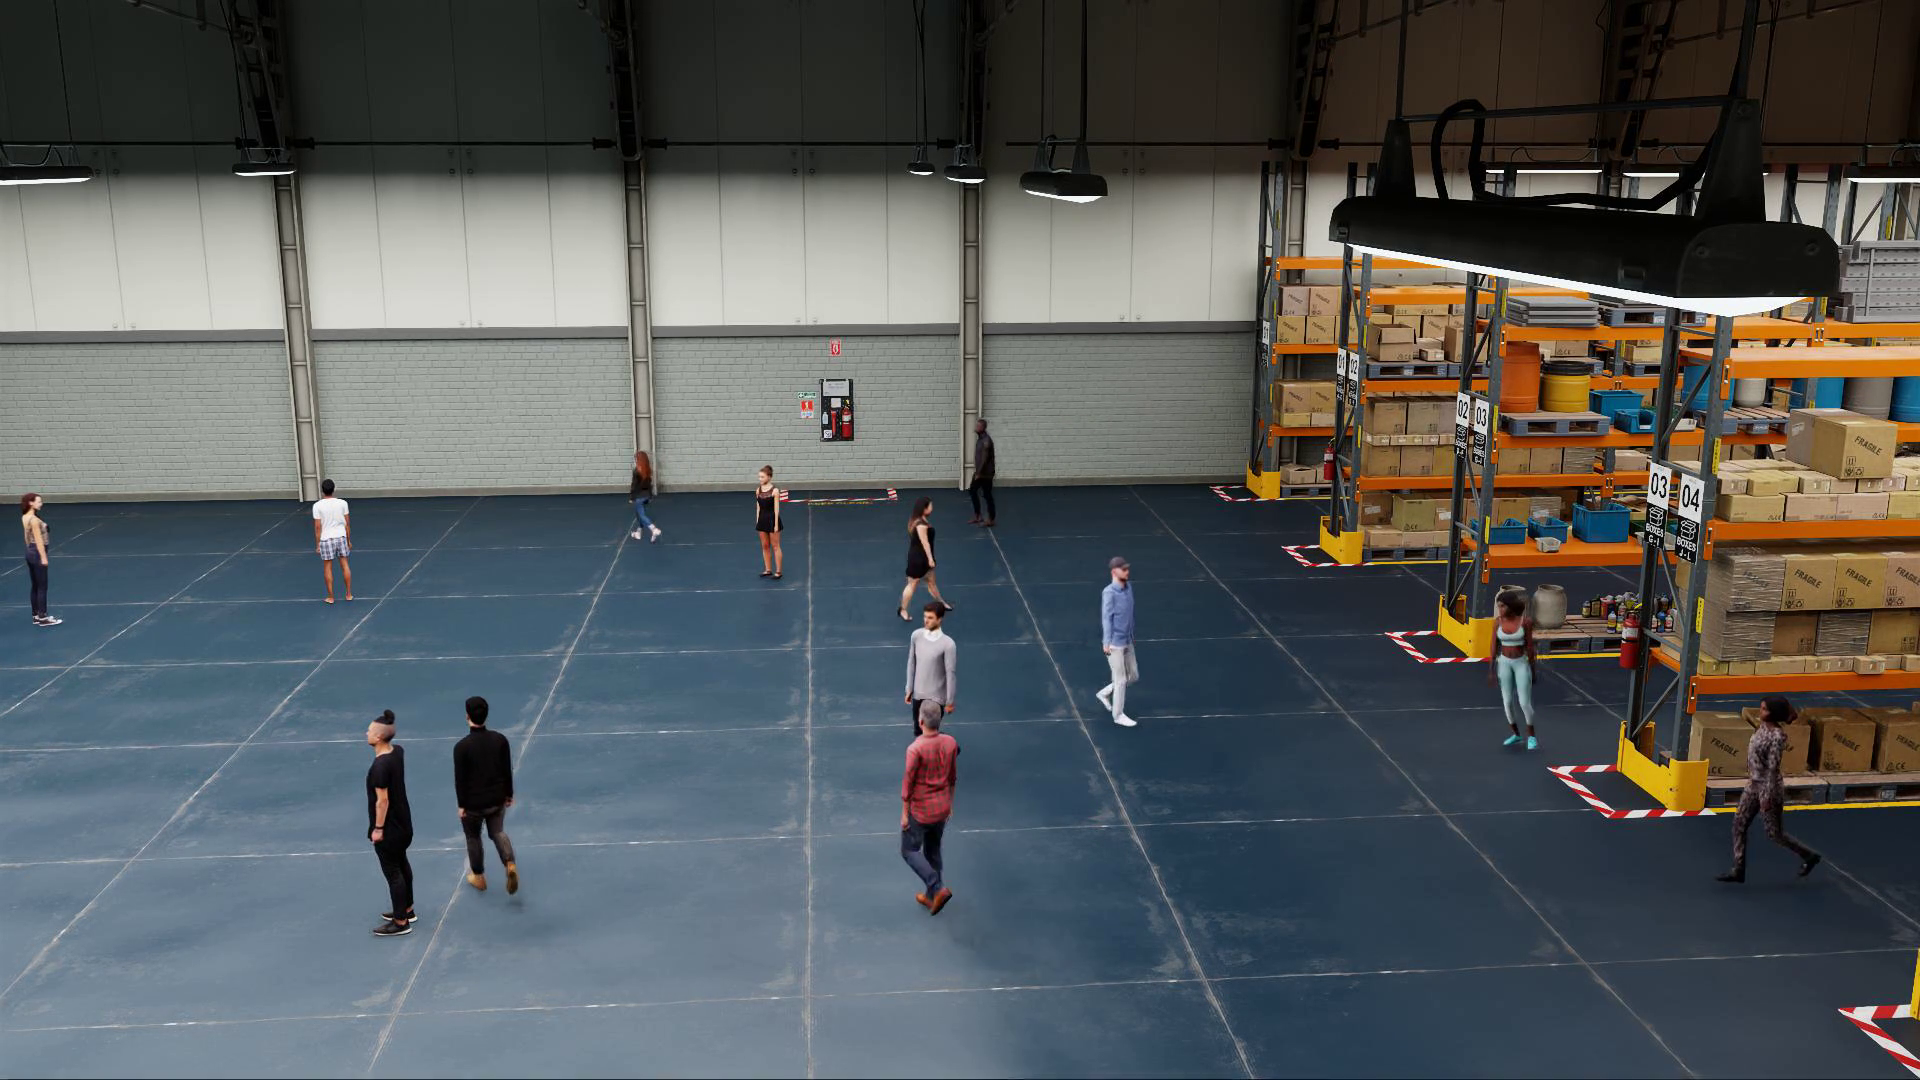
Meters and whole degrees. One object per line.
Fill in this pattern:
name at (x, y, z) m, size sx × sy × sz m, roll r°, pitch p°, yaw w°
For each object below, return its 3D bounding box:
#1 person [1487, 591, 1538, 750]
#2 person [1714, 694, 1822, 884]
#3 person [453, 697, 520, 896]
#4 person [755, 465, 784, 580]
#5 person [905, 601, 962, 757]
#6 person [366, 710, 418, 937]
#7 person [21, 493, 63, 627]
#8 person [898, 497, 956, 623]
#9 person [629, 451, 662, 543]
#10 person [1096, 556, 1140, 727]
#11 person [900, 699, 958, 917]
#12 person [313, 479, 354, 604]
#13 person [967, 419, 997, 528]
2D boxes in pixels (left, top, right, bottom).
person at (5.829, 1.369, 17.403) m, size 0.753 × 1.688 × 0.850 m, roll 4°, pitch 14°, yaw 18°
person at (6.906, 2.140, 14.073) m, size 1.110 × 1.687 × 0.671 m, roll 1°, pitch 13°, yaw 2°
person at (-3.962, 2.166, 13.920) m, size 0.993 × 1.707 × 0.999 m, roll -11°, pitch 17°, yaw -38°
person at (-2.804, -0.268, 24.490) m, size 0.672 × 1.680 × 0.751 m, roll 8°, pitch 15°, yaw 32°
person at (-0.226, 1.509, 16.313) m, size 1.203 × 1.908 × 1.108 m, roll -13°, pitch 18°, yaw -43°
person at (-4.552, 2.233, 13.285) m, size 0.569 × 1.862 × 0.682 m, roll -1°, pitch 13°, yaw -3°
person at (-12.252, 0.249, 22.057) m, size 0.692 × 1.770 × 0.737 m, roll 13°, pitch 18°, yaw 43°
person at (-0.622, 0.287, 22.096) m, size 1.035 × 1.679 × 0.712 m, roll -2°, pitch 13°, yaw -10°
person at (-5.082, -0.688, 26.783) m, size 0.993 × 1.463 × 0.848 m, roll 7°, pitch 15°, yaw 27°
person at (1.685, 1.083, 18.209) m, size 0.967 × 1.882 × 0.902 m, roll 10°, pitch 16°, yaw 36°
person at (-0.214, 2.210, 13.491) m, size 0.960 × 1.814 × 0.997 m, roll -10°, pitch 17°, yaw -38°
person at (-8.738, 0.009, 23.176) m, size 0.619 × 1.733 × 0.756 m, roll -8°, pitch 15°, yaw -29°
person at (0.491, -1.109, 27.818) m, size 0.797 × 1.817 × 0.780 m, roll -4°, pitch 14°, yaw -19°
